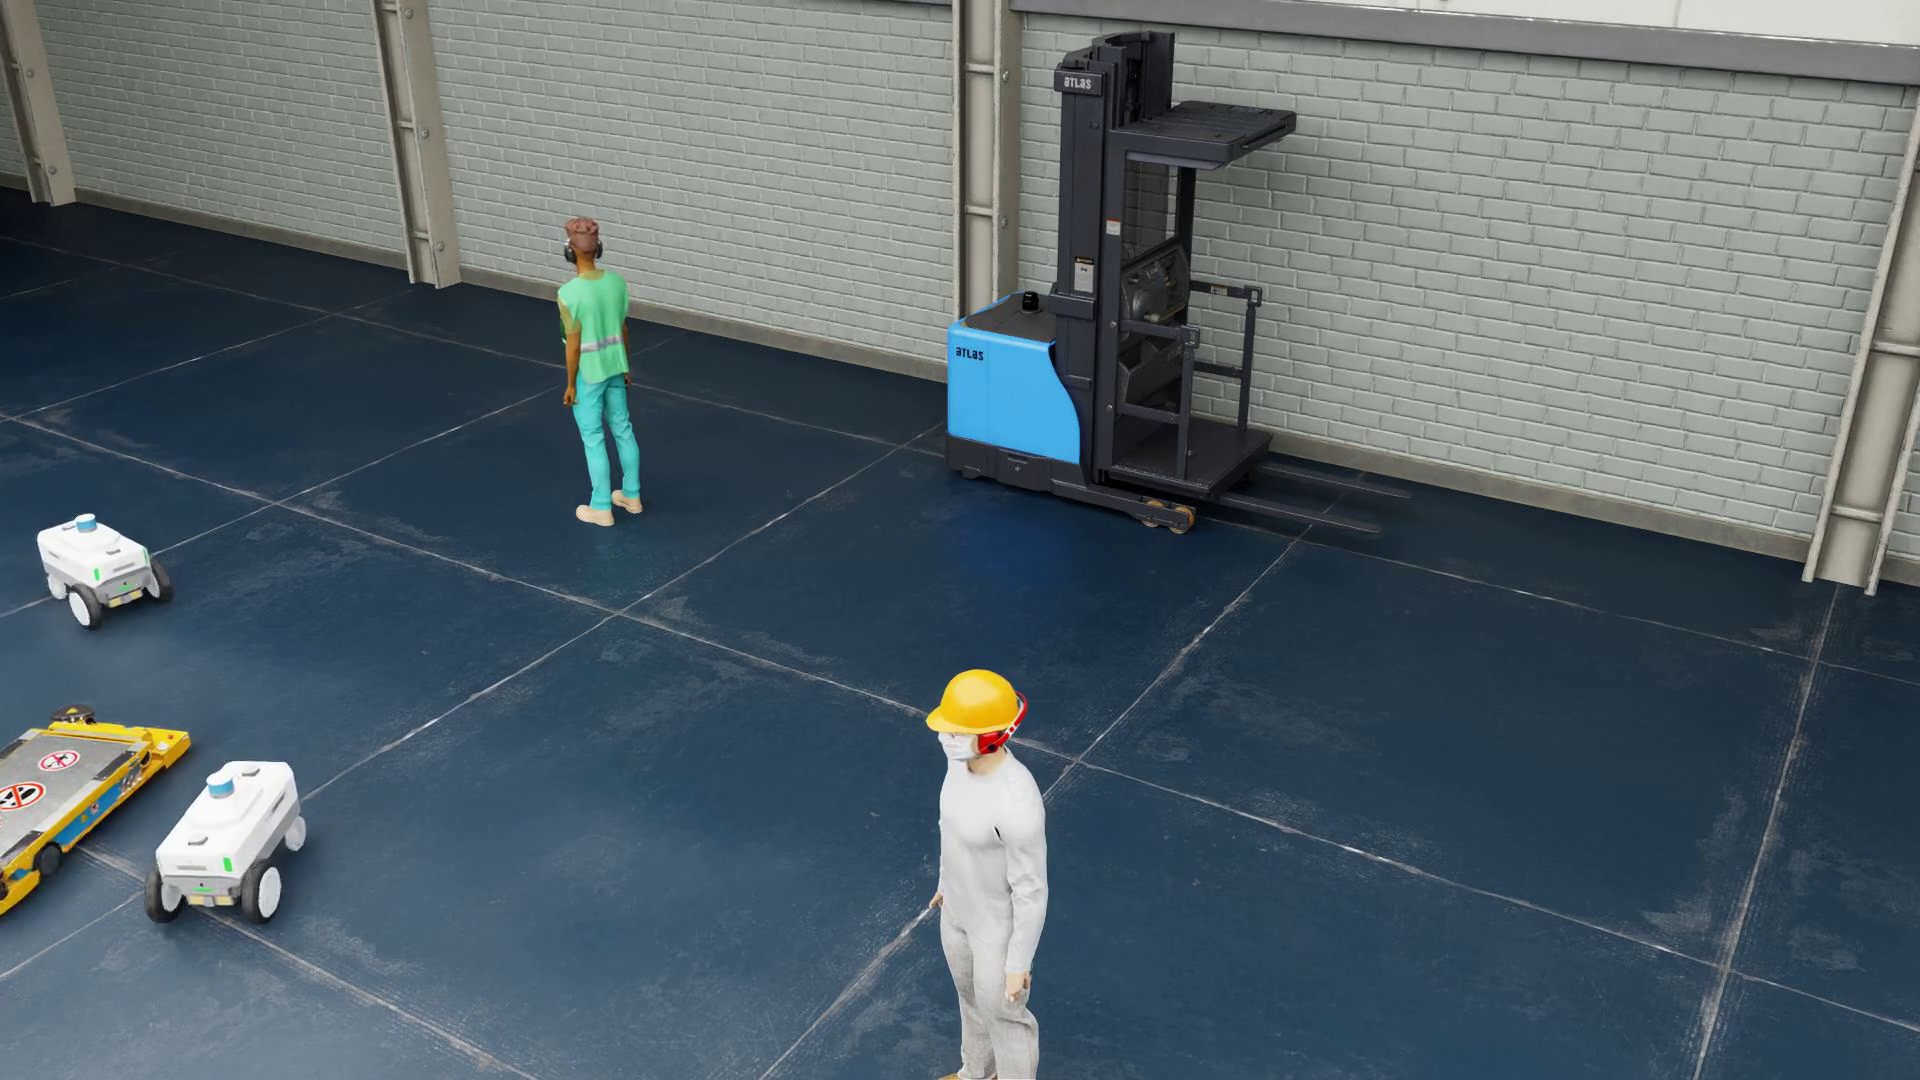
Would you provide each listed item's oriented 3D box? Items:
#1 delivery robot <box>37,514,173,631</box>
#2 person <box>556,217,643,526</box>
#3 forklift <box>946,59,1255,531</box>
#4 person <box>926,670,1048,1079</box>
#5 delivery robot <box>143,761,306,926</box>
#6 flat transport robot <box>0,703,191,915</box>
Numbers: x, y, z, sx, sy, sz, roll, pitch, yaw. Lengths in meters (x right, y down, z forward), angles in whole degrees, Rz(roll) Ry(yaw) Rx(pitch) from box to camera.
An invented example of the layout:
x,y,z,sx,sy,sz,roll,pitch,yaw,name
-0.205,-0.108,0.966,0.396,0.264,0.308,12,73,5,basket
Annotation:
x,y,z,sx,sy,sz,roll,pitch,yaw,name
-4.985,0.150,9.619,0.807,0.606,0.499,18,31,34,delivery robot
-2.273,-1.046,10.475,0.388,1.977,0.489,20,32,36,person
0.933,-1.707,10.833,1.873,2.768,1.129,15,29,28,forklift
0.076,1.277,5.658,0.373,1.894,0.584,-12,28,-25,person
-3.157,1.296,7.198,0.499,0.607,0.808,1,25,2,delivery robot
-4.273,1.226,7.666,0.659,0.231,1.431,4,26,9,flat transport robot
